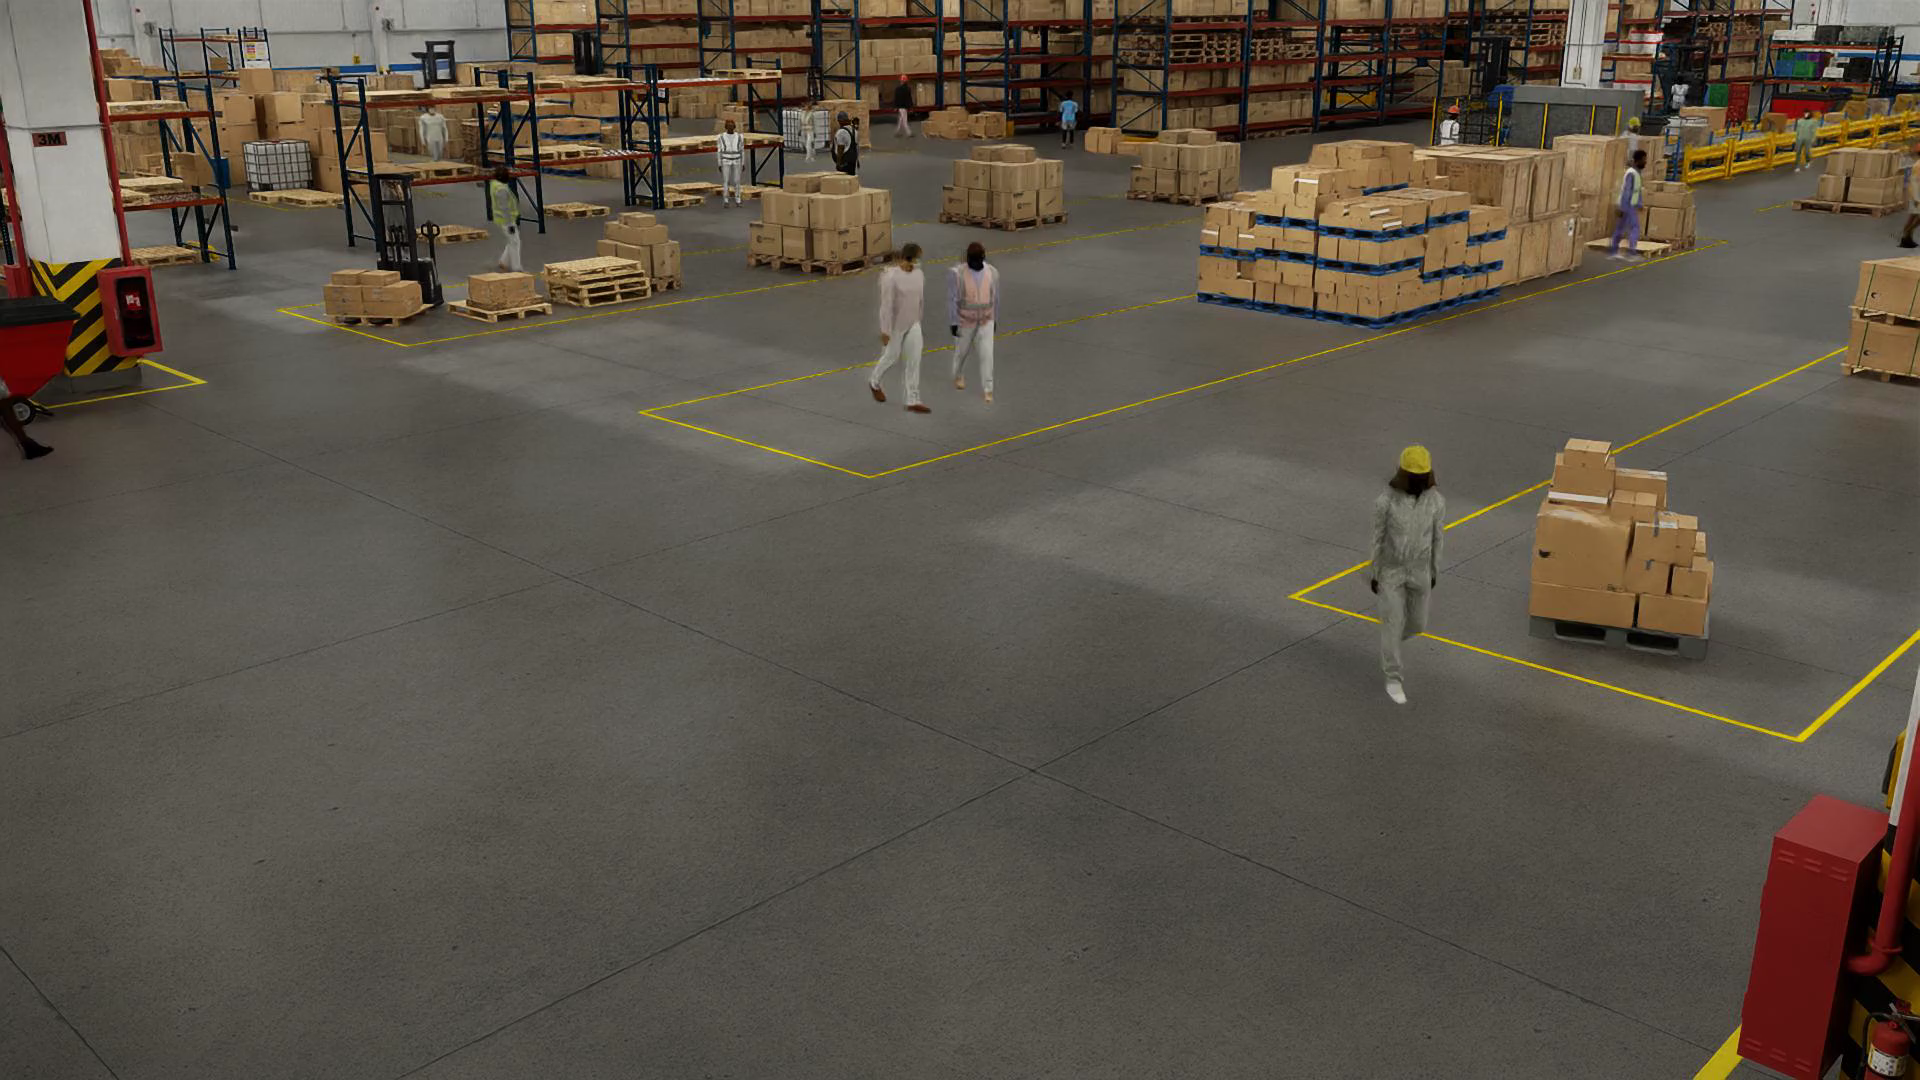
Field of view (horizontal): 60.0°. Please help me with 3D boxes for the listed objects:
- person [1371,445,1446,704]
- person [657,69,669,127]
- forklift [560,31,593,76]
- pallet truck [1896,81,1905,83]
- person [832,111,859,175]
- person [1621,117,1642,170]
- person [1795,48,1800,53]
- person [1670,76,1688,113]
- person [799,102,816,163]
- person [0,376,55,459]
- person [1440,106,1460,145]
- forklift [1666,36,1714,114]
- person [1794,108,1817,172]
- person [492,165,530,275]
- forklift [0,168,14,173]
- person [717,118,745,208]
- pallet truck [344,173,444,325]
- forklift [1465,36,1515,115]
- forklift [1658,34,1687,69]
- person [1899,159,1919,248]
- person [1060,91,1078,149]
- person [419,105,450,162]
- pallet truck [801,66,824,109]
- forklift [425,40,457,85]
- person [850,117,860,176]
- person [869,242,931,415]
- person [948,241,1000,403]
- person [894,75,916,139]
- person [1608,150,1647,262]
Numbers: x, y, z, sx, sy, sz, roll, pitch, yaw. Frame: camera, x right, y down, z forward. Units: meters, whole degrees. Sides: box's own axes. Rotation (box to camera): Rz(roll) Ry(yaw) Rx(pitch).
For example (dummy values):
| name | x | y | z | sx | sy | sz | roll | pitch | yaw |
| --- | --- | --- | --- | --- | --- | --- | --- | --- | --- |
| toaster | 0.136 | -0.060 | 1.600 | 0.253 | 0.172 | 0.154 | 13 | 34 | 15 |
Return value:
| name | x | y | z | sx | sy | sz | roll | pitch | yaw |
| --- | --- | --- | --- | --- | --- | --- | --- | --- | --- |
| person | 2.939 | 0.181 | 11.045 | 0.490 | 1.727 | 0.594 | -1 | 18 | -4 |
| person | -10.105 | -15.011 | 56.530 | 0.588 | 1.911 | 0.396 | 12 | 22 | 32 |
| forklift | -15.607 | -19.587 | 68.793 | 1.129 | 2.768 | 1.873 | 17 | 25 | 41 |
| pallet truck | 34.802 | -16.331 | 61.455 | 0.653 | 1.274 | 1.630 | 17 | 25 | 41 |
| person | -2.506 | -8.197 | 35.789 | 0.536 | 2.000 | 0.673 | 10 | 21 | 27 |
| person | 14.937 | -8.445 | 36.912 | 0.592 | 1.806 | 0.806 | -17 | 25 | -42 |
| person | 41.871 | -23.781 | 83.269 | 0.594 | 1.699 | 0.838 | -8 | 20 | -22 |
| person | 24.659 | -15.009 | 56.918 | 0.672 | 1.674 | 0.318 | 7 | 19 | 19 |
| person | -4.083 | -11.033 | 44.984 | 0.521 | 1.617 | 0.648 | 10 | 21 | 28 |
| person | -9.651 | -1.682 | 16.414 | 1.017 | 1.879 | 0.561 | 0 | 18 | 1 |
| person | 11.440 | -9.156 | 38.866 | 0.385 | 1.929 | 0.539 | -10 | 21 | -28 |
| forklift | 27.341 | -17.291 | 61.877 | 1.129 | 2.768 | 1.873 | 17 | 25 | 41 |
| person | 21.741 | -10.300 | 42.783 | 0.512 | 1.614 | 0.503 | 16 | 24 | 40 |
| person | -7.359 | -5.200 | 27.115 | 0.463 | 1.821 | 0.651 | -7 | 19 | -19 |
| forklift | -24.914 | -10.604 | 41.730 | 1.129 | 2.768 | 1.873 | 17 | 25 | 41 |
| person | -4.899 | -8.068 | 35.646 | 0.584 | 1.882 | 0.346 | -6 | 19 | -16 |
| pallet truck | -8.209 | -4.181 | 23.757 | 0.823 | 1.965 | 1.885 | 3 | 19 | 9 |
| forklift | 19.973 | -17.201 | 61.605 | 1.873 | 2.768 | 1.129 | 16 | 24 | 40 |
| forklift | 27.844 | -18.435 | 65.323 | 1.129 | 2.768 | 1.873 | 17 | 25 | 41 |
| person | 17.345 | -6.232 | 30.052 | 0.420 | 1.920 | 0.579 | 15 | 23 | 37 |
| person | 3.192 | -12.369 | 48.967 | 0.540 | 1.659 | 0.873 | 3 | 19 | 9 |
| person | -12.910 | -9.791 | 40.823 | 0.632 | 1.903 | 0.970 | -14 | 23 | -36 |
| pallet truck | -4.812 | -15.182 | 56.903 | 0.823 | 1.965 | 1.885 | -9 | 21 | -26 |
| forklift | -17.704 | -15.690 | 57.052 | 1.873 | 2.768 | 1.129 | 17 | 25 | 41 |
| person | -2.312 | -8.283 | 36.328 | 0.335 | 1.865 | 0.519 | 5 | 19 | 15 |
| person | -0.683 | -2.388 | 18.547 | 0.660 | 1.882 | 0.954 | -17 | 25 | -41 |
| person | 0.151 | -2.540 | 19.122 | 0.621 | 1.818 | 0.871 | -4 | 19 | -12 |
| person | -1.749 | -13.546 | 52.061 | 1.057 | 1.941 | 0.634 | 17 | 25 | 41 |
| person | 11.650 | -5.753 | 28.657 | 0.792 | 1.887 | 0.609 | 9 | 20 | 24 |
